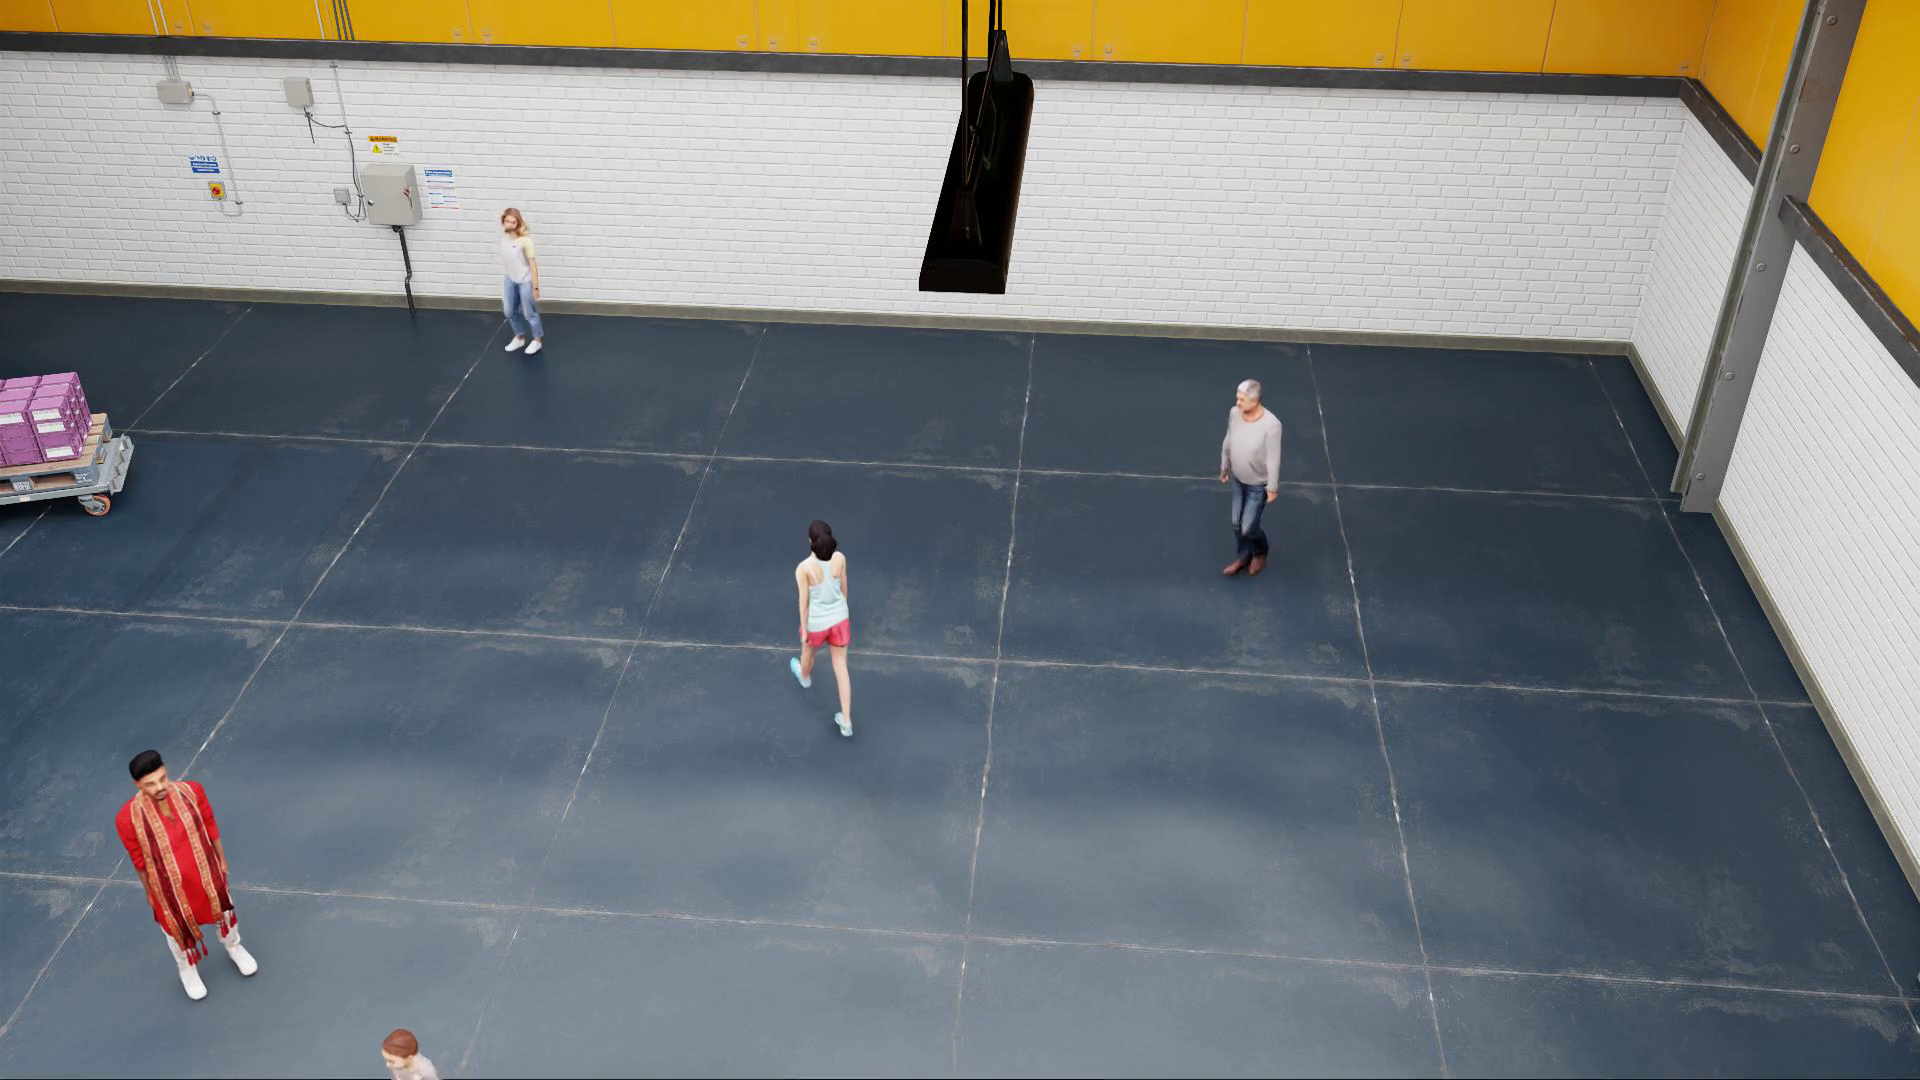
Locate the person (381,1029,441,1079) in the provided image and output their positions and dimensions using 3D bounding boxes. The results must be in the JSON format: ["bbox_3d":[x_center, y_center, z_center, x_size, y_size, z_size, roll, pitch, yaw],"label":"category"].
[{"bbox_3d":[-2.938,3.093,9.301,0.740,1.170,0.919,16,37,23],"label":"person"}]

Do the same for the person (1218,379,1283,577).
[{"bbox_3d":[2.531,-0.539,14.119,0.942,1.885,0.868,-23,40,-31],"label":"person"}]

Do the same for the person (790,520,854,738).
[{"bbox_3d":[-0.965,0.689,12.430,0.999,1.711,1.229,-15,37,-22],"label":"person"}]

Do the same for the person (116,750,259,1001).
[{"bbox_3d":[-4.824,2.022,10.273,0.766,1.878,0.825,-25,41,-32],"label":"person"}]

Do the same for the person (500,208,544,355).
[{"bbox_3d":[-4.622,-2.748,17.611,0.796,1.699,0.794,-29,43,-36],"label":"person"}]
